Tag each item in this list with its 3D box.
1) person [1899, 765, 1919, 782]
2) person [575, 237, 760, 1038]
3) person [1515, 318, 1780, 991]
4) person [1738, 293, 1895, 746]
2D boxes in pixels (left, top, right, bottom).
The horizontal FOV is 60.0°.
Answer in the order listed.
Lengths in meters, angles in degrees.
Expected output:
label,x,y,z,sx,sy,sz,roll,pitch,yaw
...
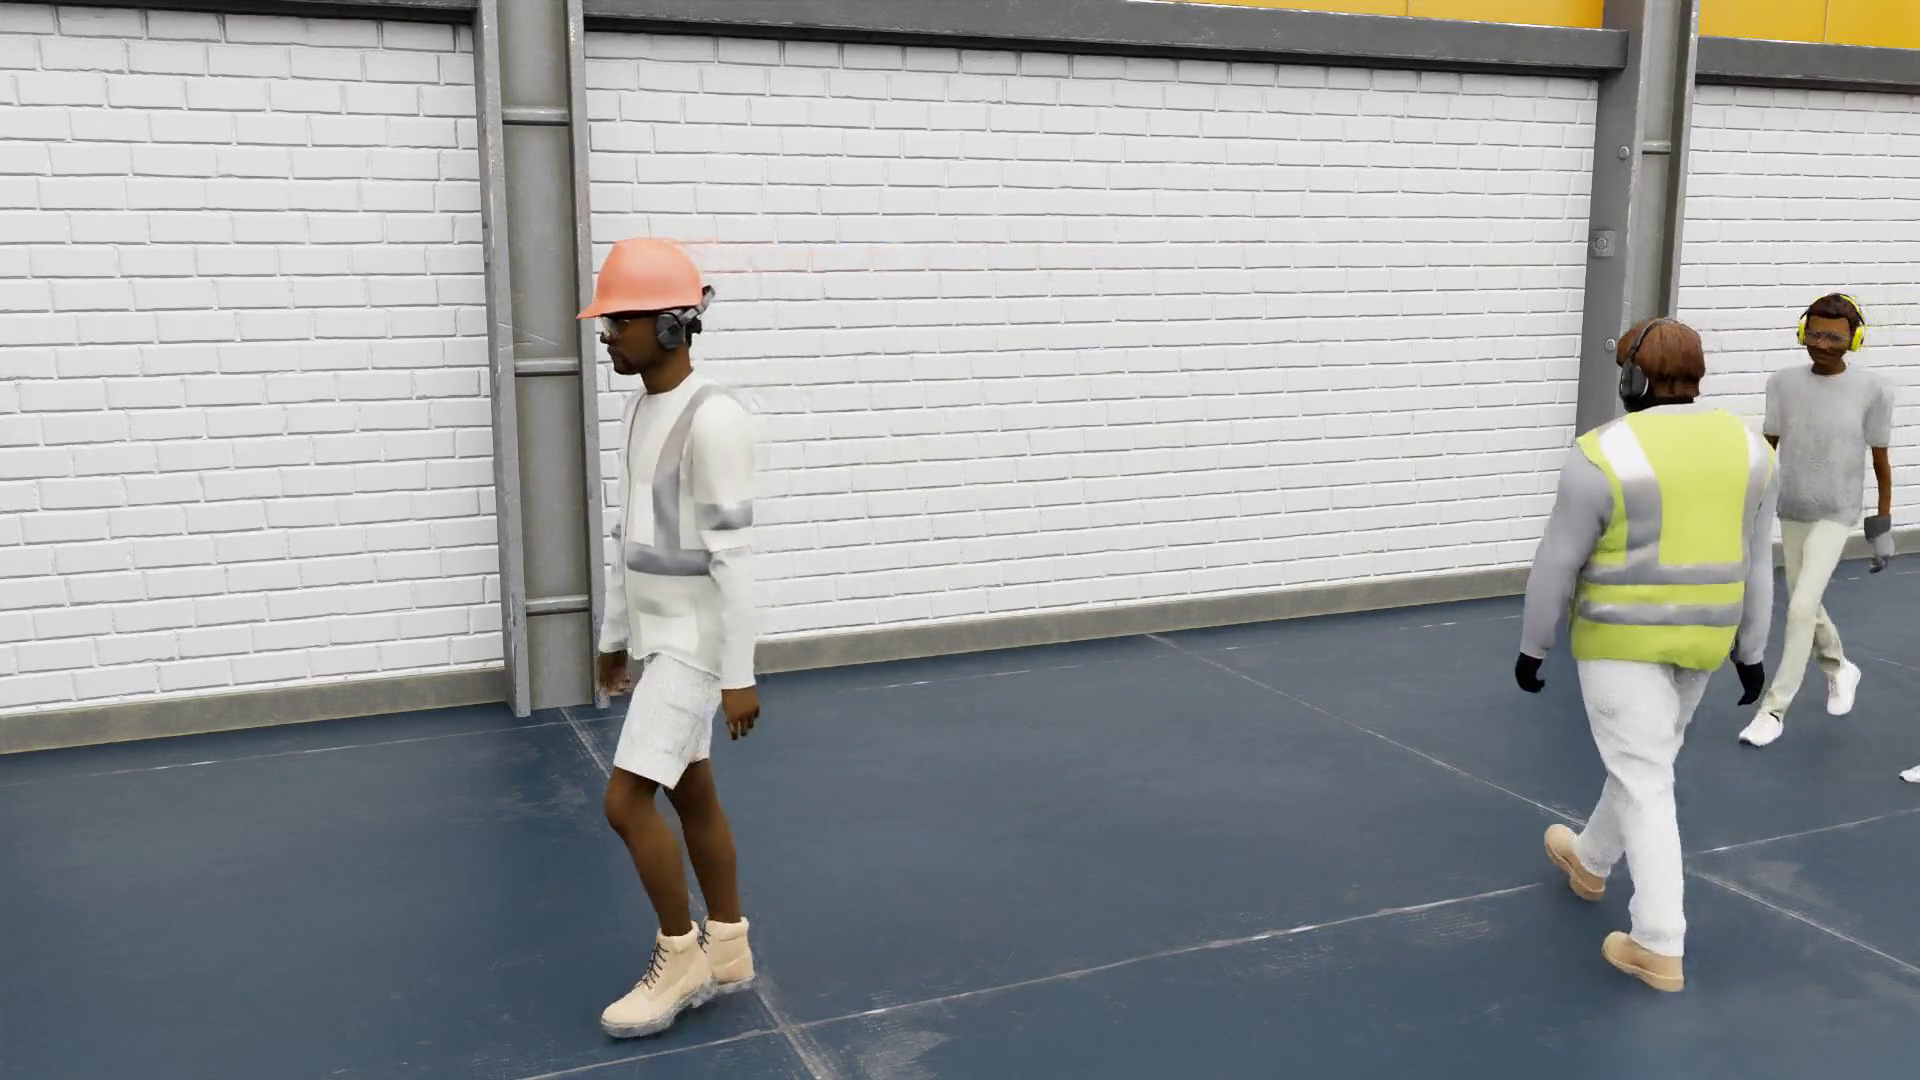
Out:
label,x,y,z,sx,sy,sz,roll,pitch,yaw
person,3.888,0.111,6.162,0.653,1.616,0.534,-3,11,-15
person,-0.787,0.261,4.222,0.632,2.020,0.627,-5,12,-27
person,1.885,0.275,4.749,0.654,1.796,0.933,-3,11,-15
person,3.536,-0.104,6.817,0.916,1.825,0.562,-7,12,-33
